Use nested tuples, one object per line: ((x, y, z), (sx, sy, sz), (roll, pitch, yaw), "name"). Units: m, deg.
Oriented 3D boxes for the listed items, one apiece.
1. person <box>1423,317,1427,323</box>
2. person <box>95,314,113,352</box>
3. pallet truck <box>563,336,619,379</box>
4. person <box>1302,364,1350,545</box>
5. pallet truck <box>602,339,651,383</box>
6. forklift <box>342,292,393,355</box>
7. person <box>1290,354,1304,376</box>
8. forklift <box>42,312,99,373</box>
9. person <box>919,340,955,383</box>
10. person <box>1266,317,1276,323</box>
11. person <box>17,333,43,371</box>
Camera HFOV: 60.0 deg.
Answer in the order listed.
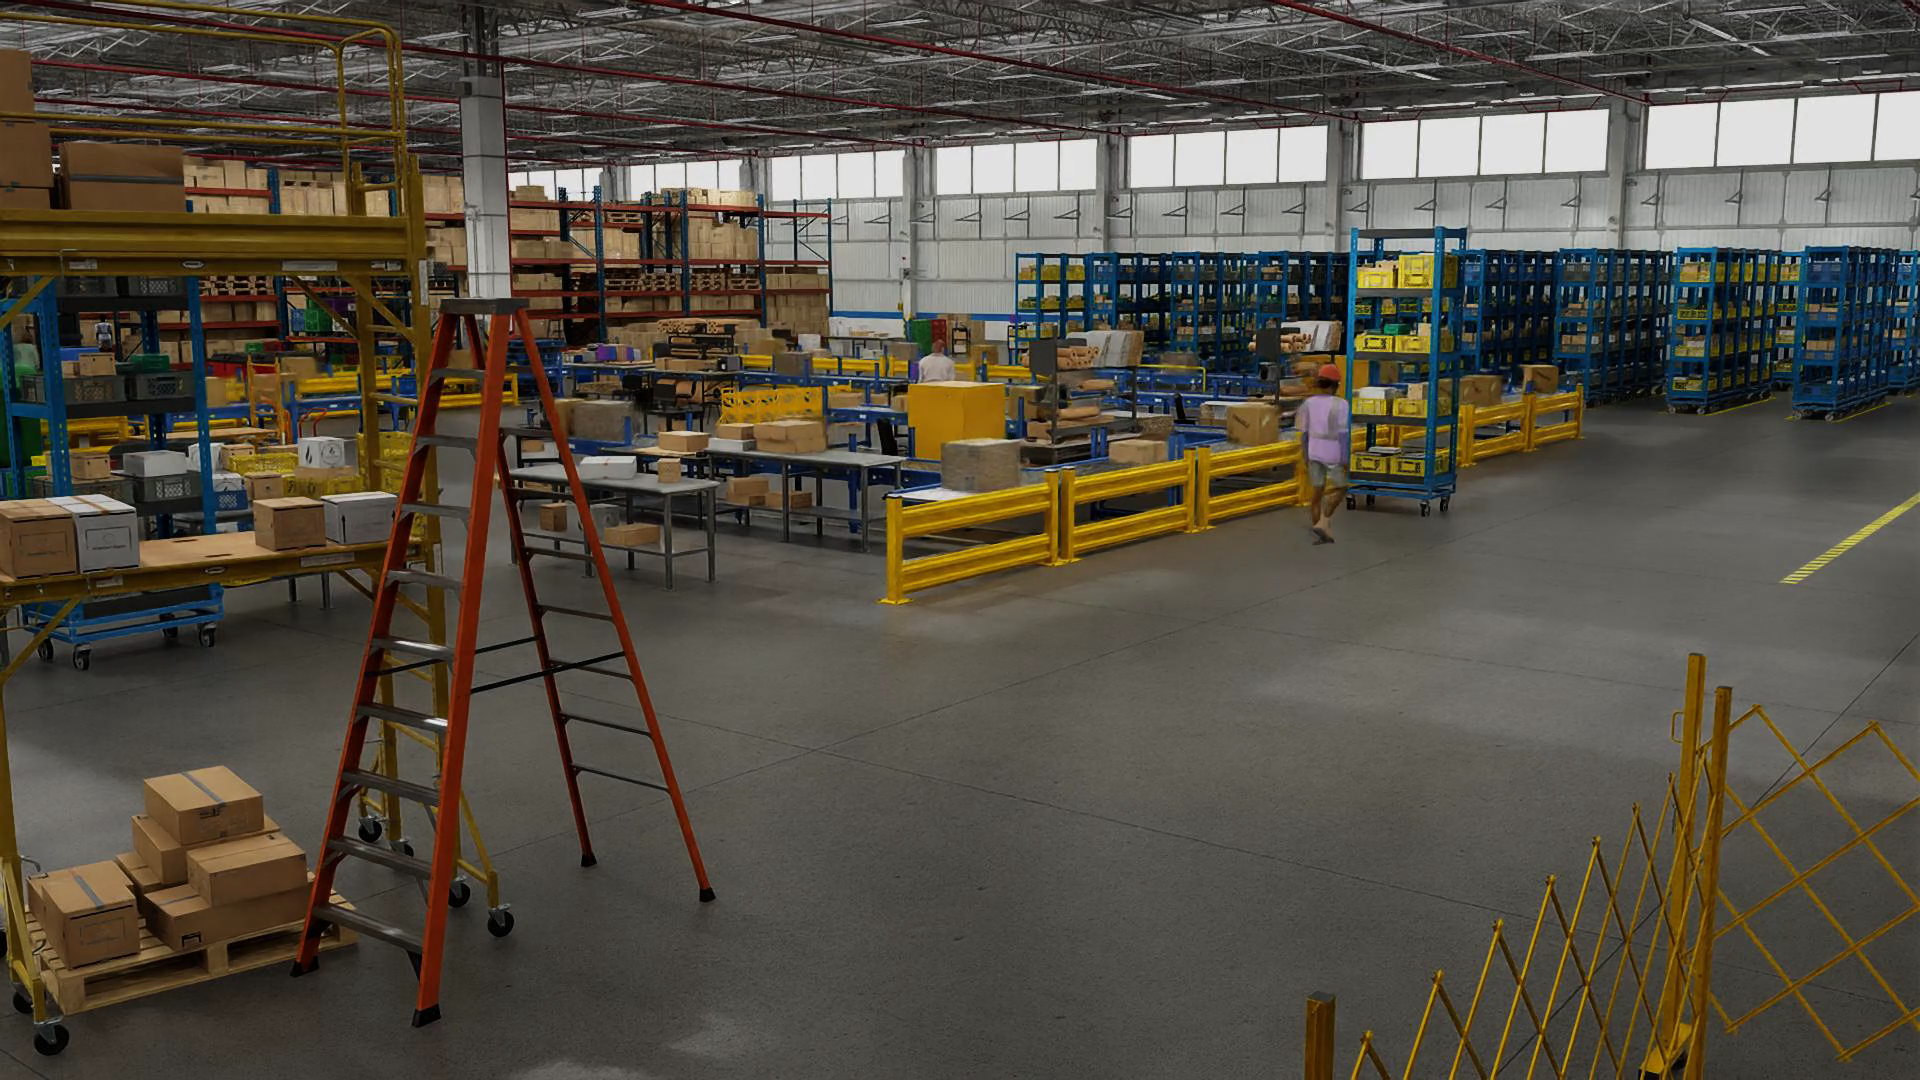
((13.142, -5.389, 46.947), (0.600, 1.823, 0.404), (1, 9, 5), "person")
((-28.371, -6.639, 55.153), (0.533, 1.697, 0.318), (-8, 12, -41), "person")
((-10.690, -5.294, 48.215), (1.601, 1.201, 0.680), (-5, 10, -26), "pallet truck")
((4.106, -0.946, 18.580), (0.423, 2.029, 0.644), (-8, 12, -41), "person")
((-8.991, -4.871, 45.351), (0.653, 1.274, 1.630), (7, 11, 37), "pallet truck")
((-16.485, -5.622, 45.120), (1.129, 2.768, 1.873), (7, 11, 37), "forklift")
((7.496, -3.794, 37.251), (0.856, 1.731, 0.527), (8, 12, 40), "person")
((-23.779, -5.451, 44.052), (1.873, 2.768, 1.129), (7, 11, 36), "forklift")
((-0.385, -2.508, 28.764), (0.651, 1.898, 0.401), (2, 9, 11), "person")
((9.228, -5.782, 48.897), (0.611, 1.986, 0.392), (-4, 10, -25), "person")
((-22.298, -4.162, 39.931), (0.518, 1.623, 0.500), (2, 9, 9), "person")
